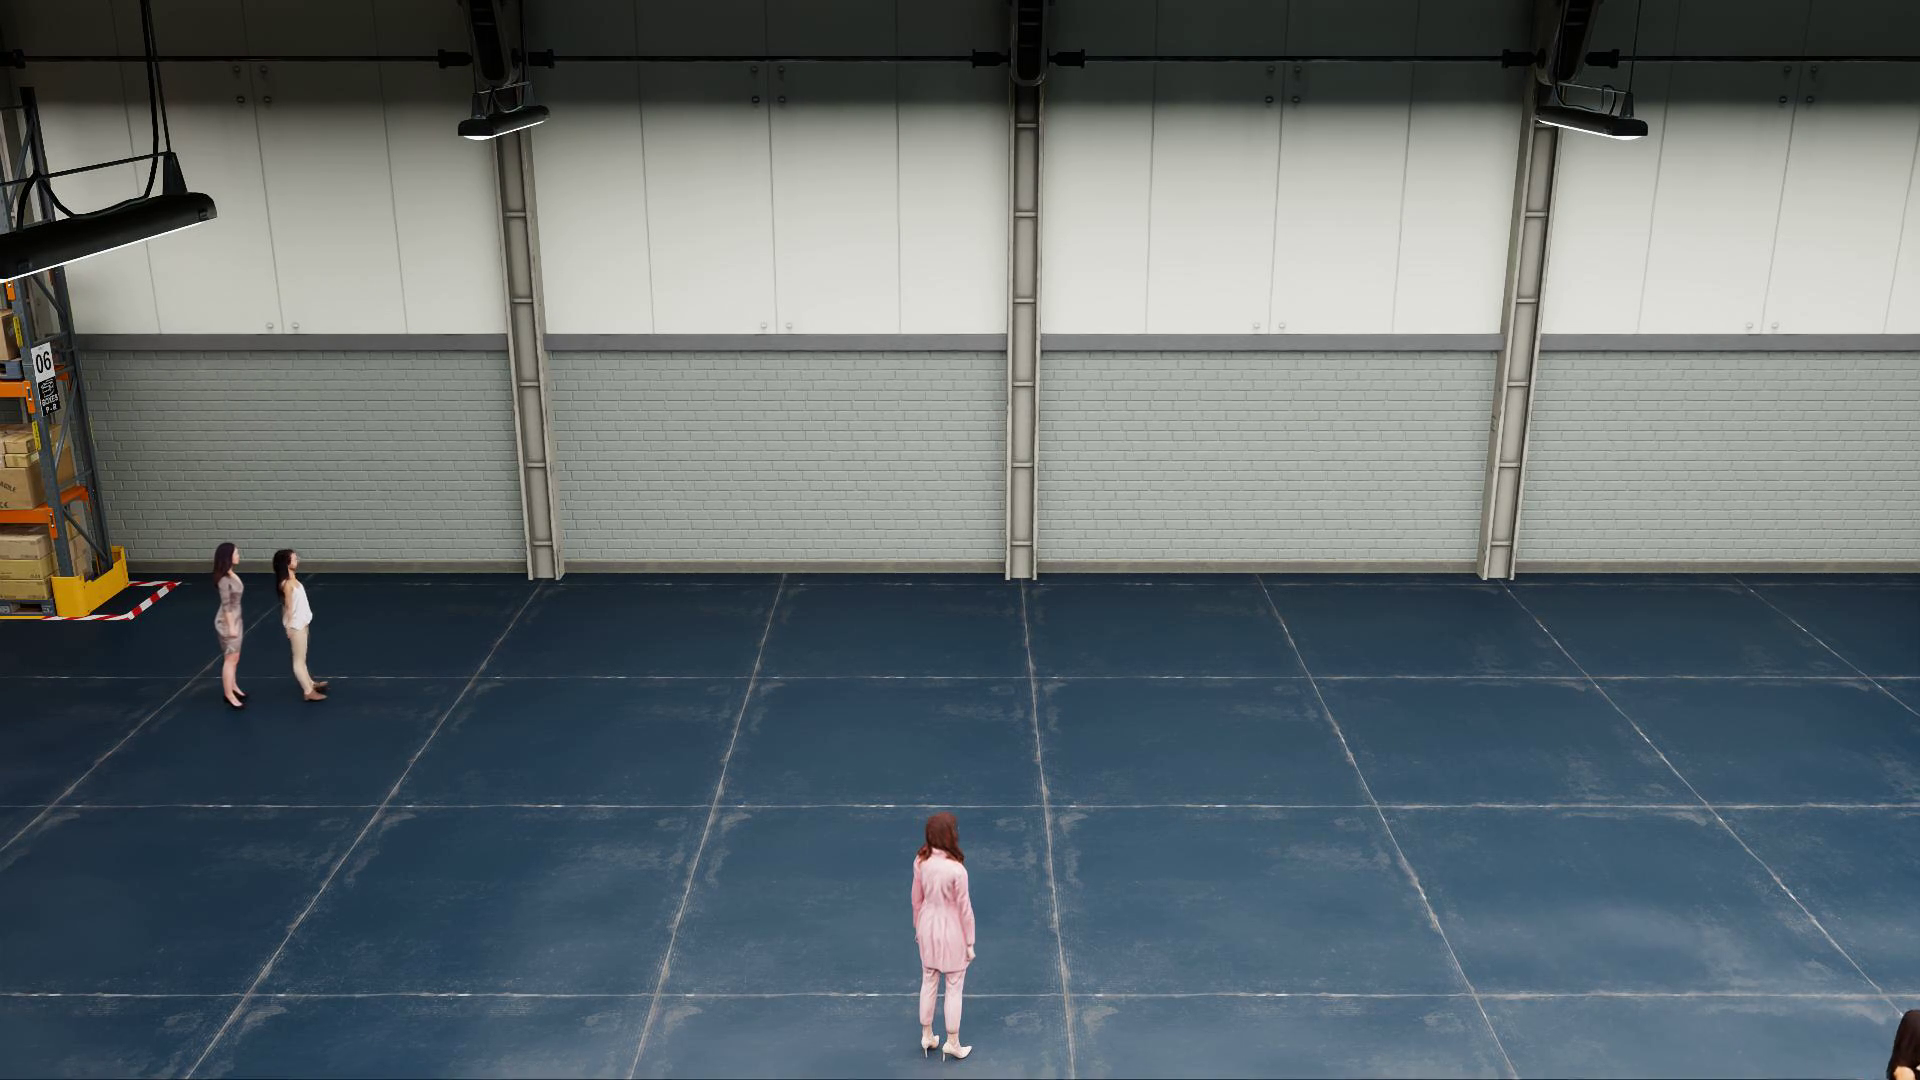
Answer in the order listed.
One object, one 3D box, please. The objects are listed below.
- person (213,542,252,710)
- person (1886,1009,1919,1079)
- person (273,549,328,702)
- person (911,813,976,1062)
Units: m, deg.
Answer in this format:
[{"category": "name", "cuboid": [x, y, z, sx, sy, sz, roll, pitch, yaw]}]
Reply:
[{"category": "person", "cuboid": [-7.445, 0.868, 16.946, 0.643, 1.739, 0.662, -6, 19, -17]}, {"category": "person", "cuboid": [5.230, 3.363, 9.449, 0.768, 1.636, 0.709, 15, 24, 39]}, {"category": "person", "cuboid": [-6.837, 0.863, 17.105, 0.685, 1.650, 0.690, 0, 18, 0]}, {"category": "person", "cuboid": [-0.125, 2.690, 11.253, 0.642, 1.800, 0.758, 11, 21, 30]}]
